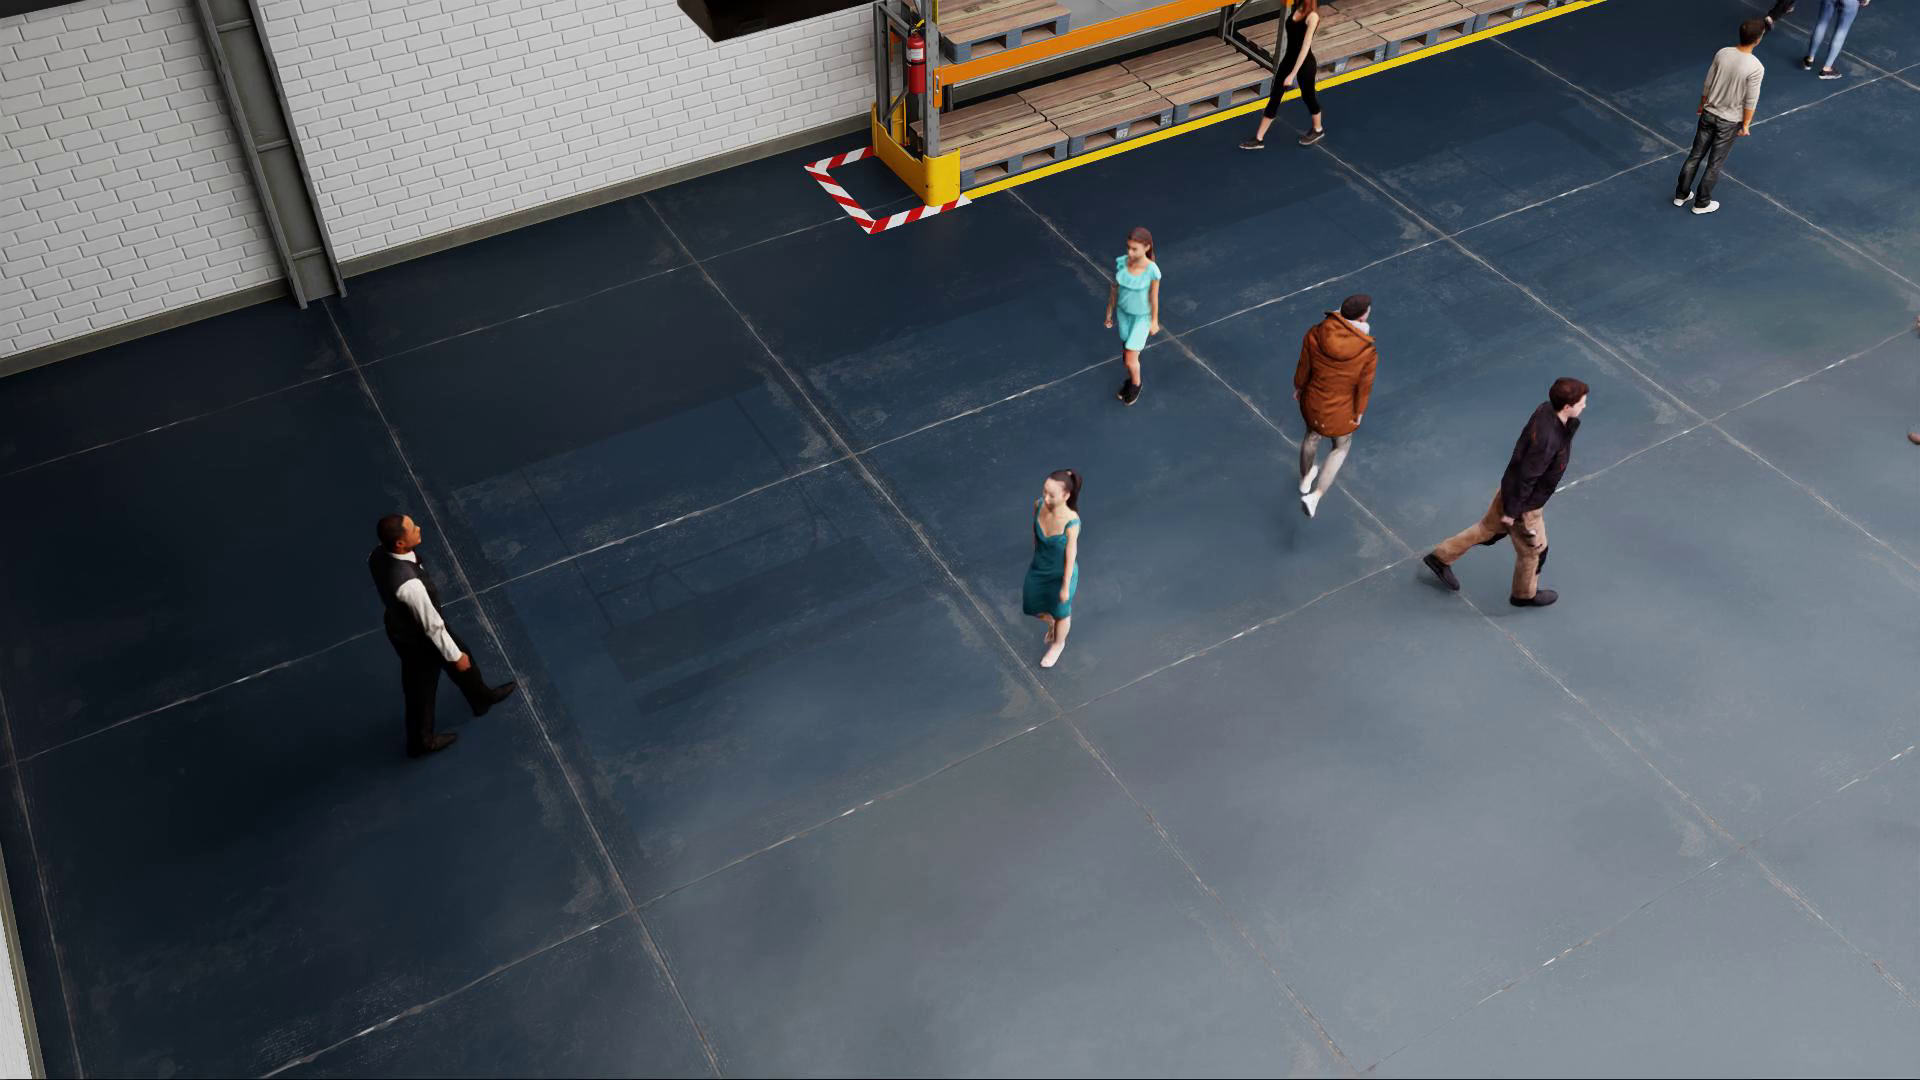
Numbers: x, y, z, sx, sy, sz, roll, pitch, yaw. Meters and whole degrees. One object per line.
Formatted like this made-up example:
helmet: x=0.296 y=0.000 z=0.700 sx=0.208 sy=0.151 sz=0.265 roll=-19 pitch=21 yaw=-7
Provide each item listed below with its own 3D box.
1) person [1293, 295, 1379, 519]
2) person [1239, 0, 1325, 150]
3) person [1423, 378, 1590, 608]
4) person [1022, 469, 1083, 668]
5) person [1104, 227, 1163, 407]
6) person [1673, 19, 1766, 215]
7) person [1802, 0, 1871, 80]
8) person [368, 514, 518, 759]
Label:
person: x=2.595 y=-0.920 z=11.718 sx=0.979 sy=1.815 sz=1.094 roll=20 pitch=47 yaw=20
person: x=3.230 y=-4.401 z=15.468 sx=1.119 sy=1.683 sz=0.593 roll=-20 pitch=47 yaw=-19
person: x=3.644 y=-0.308 z=11.022 sx=1.249 sy=1.890 sz=1.168 roll=13 pitch=45 yaw=13
person: x=0.659 y=0.173 z=10.670 sx=0.626 sy=1.679 sz=0.668 roll=33 pitch=53 yaw=30
person: x=1.387 y=-1.762 z=12.796 sx=0.627 sy=1.547 sz=0.659 roll=31 pitch=52 yaw=28
person: x=6.725 y=-3.740 z=14.682 sx=0.568 sy=1.811 sz=0.685 roll=-27 pitch=50 yaw=-26
person: x=8.820 y=-5.480 z=16.599 sx=0.731 sy=1.684 sz=0.675 roll=29 pitch=50 yaw=27
person: x=-3.360 y=0.624 z=10.044 sx=1.027 sy=1.890 sz=0.745 roll=-24 pitch=49 yaw=-23
